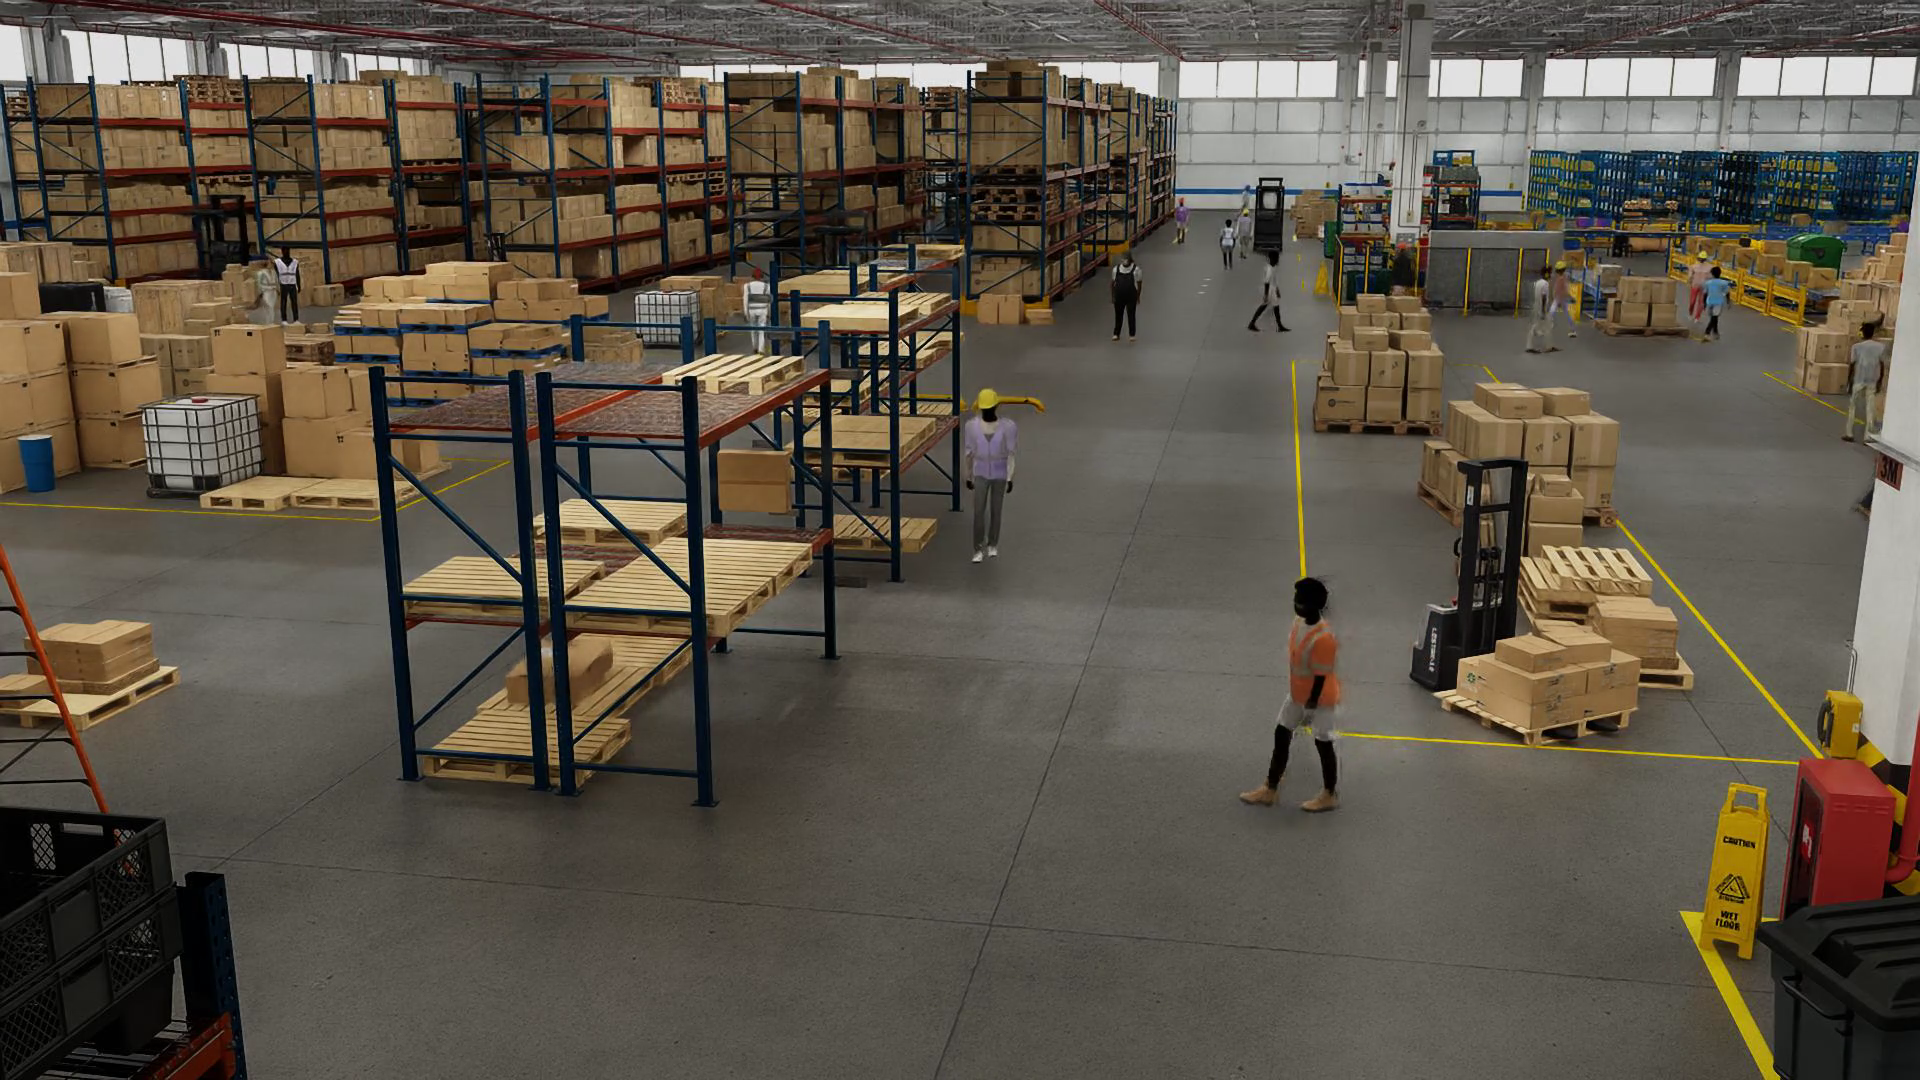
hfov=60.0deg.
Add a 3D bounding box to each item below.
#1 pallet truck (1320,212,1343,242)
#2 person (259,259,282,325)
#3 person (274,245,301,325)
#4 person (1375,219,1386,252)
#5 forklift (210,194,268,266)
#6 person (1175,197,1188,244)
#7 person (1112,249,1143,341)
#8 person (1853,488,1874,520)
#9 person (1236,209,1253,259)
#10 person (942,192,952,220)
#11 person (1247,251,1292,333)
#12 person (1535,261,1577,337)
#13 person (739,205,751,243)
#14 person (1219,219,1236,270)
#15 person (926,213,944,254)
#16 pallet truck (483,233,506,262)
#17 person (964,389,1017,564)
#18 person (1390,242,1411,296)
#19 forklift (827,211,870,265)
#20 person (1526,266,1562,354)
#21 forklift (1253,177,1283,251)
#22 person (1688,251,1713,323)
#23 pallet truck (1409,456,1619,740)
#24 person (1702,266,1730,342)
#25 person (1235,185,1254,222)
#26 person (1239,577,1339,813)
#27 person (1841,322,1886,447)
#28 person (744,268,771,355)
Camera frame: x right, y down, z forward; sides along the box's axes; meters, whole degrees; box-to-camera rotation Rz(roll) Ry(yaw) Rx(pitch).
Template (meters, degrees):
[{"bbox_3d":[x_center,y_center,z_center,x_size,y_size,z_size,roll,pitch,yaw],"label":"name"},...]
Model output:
[{"bbox_3d":[15.874,-13.227,70.310,0.680,1.201,1.601,10,17,35],"label":"pallet truck"},{"bbox_3d":[-16.392,-5.881,39.672,0.671,1.611,0.531,6,15,24],"label":"person"},{"bbox_3d":[-16.236,-6.151,40.182,0.593,1.911,0.385,-10,17,-35],"label":"person"},{"bbox_3d":[14.505,-10.237,57.332,0.283,1.633,0.498,-8,16,-29],"label":"person"},{"bbox_3d":[-20.893,-8.515,47.774,1.129,2.768,1.873,3,14,10],"label":"forklift"},{"bbox_3d":[9.172,-13.234,68.932,0.549,1.919,0.811,2,14,8],"label":"person"},{"bbox_3d":[3.689,-5.448,37.050,0.684,2.000,0.535,5,15,20],"label":"person"},{"bbox_3d":[11.183,-1.051,19.704,0.953,1.808,0.514,10,17,34],"label":"person"},{"bbox_3d":[10.427,-11.206,60.916,0.622,1.801,0.728,1,14,4],"label":"person"},{"bbox_3d":[-0.685,-17.702,87.045,0.541,1.912,0.786,0,14,2],"label":"person"},{"bbox_3d":[7.163,-5.745,38.534,1.026,1.920,0.601,1,14,5],"label":"person"},{"bbox_3d":[13.657,-5.468,37.807,0.926,1.717,0.531,12,18,40],"label":"person"},{"bbox_3d":[-8.391,-12.185,64.964,0.923,1.768,0.629,1,14,5],"label":"person"},{"bbox_3d":[9.063,-10.030,56.430,0.542,1.662,0.805,0,14,1],"label":"person"},{"bbox_3d":[-1.008,-11.480,62.471,0.850,1.588,0.503,-11,18,-38],"label":"person"},{"bbox_3d":[-11.832,-7.026,43.548,1.885,1.965,0.823,8,16,28],"label":"pallet truck"},{"bbox_3d":[0.323,-0.687,18.041,0.589,1.889,0.852,1,14,4],"label":"person"},{"bbox_3d":[10.735,-6.250,40.445,0.627,1.970,0.562,-12,18,-39],"label":"person"},{"bbox_3d":[-2.524,-6.095,37.948,1.129,2.768,1.873,3,14,10],"label":"forklift"},{"bbox_3d":[12.331,-4.825,34.929,0.845,1.837,0.562,-2,14,-7],"label":"person"},{"bbox_3d":[12.083,-12.747,64.956,1.129,2.768,1.873,3,14,10],"label":"forklift"},{"bbox_3d":[18.076,-6.181,40.631,0.528,1.752,0.397,5,15,18],"label":"person"},{"bbox_3d":[4.504,0.400,13.395,0.823,1.965,1.885,-6,15,-23],"label":"pallet truck"},{"bbox_3d":[16.825,-5.268,37.104,0.841,1.662,0.544,-10,17,-34],"label":"person"},{"bbox_3d":[14.634,-17.315,85.540,0.988,1.904,0.616,12,18,40],"label":"person"},{"bbox_3d":[2.268,1.077,11.302,0.755,1.665,0.557,-3,14,-14],"label":"person"},{"bbox_3d":[13.505,-2.315,24.809,0.520,1.827,0.683,4,14,15],"label":"person"},{"bbox_3d":[-4.181,-4.718,34.534,0.599,1.831,1.003,0,14,-2],"label":"person"}]
